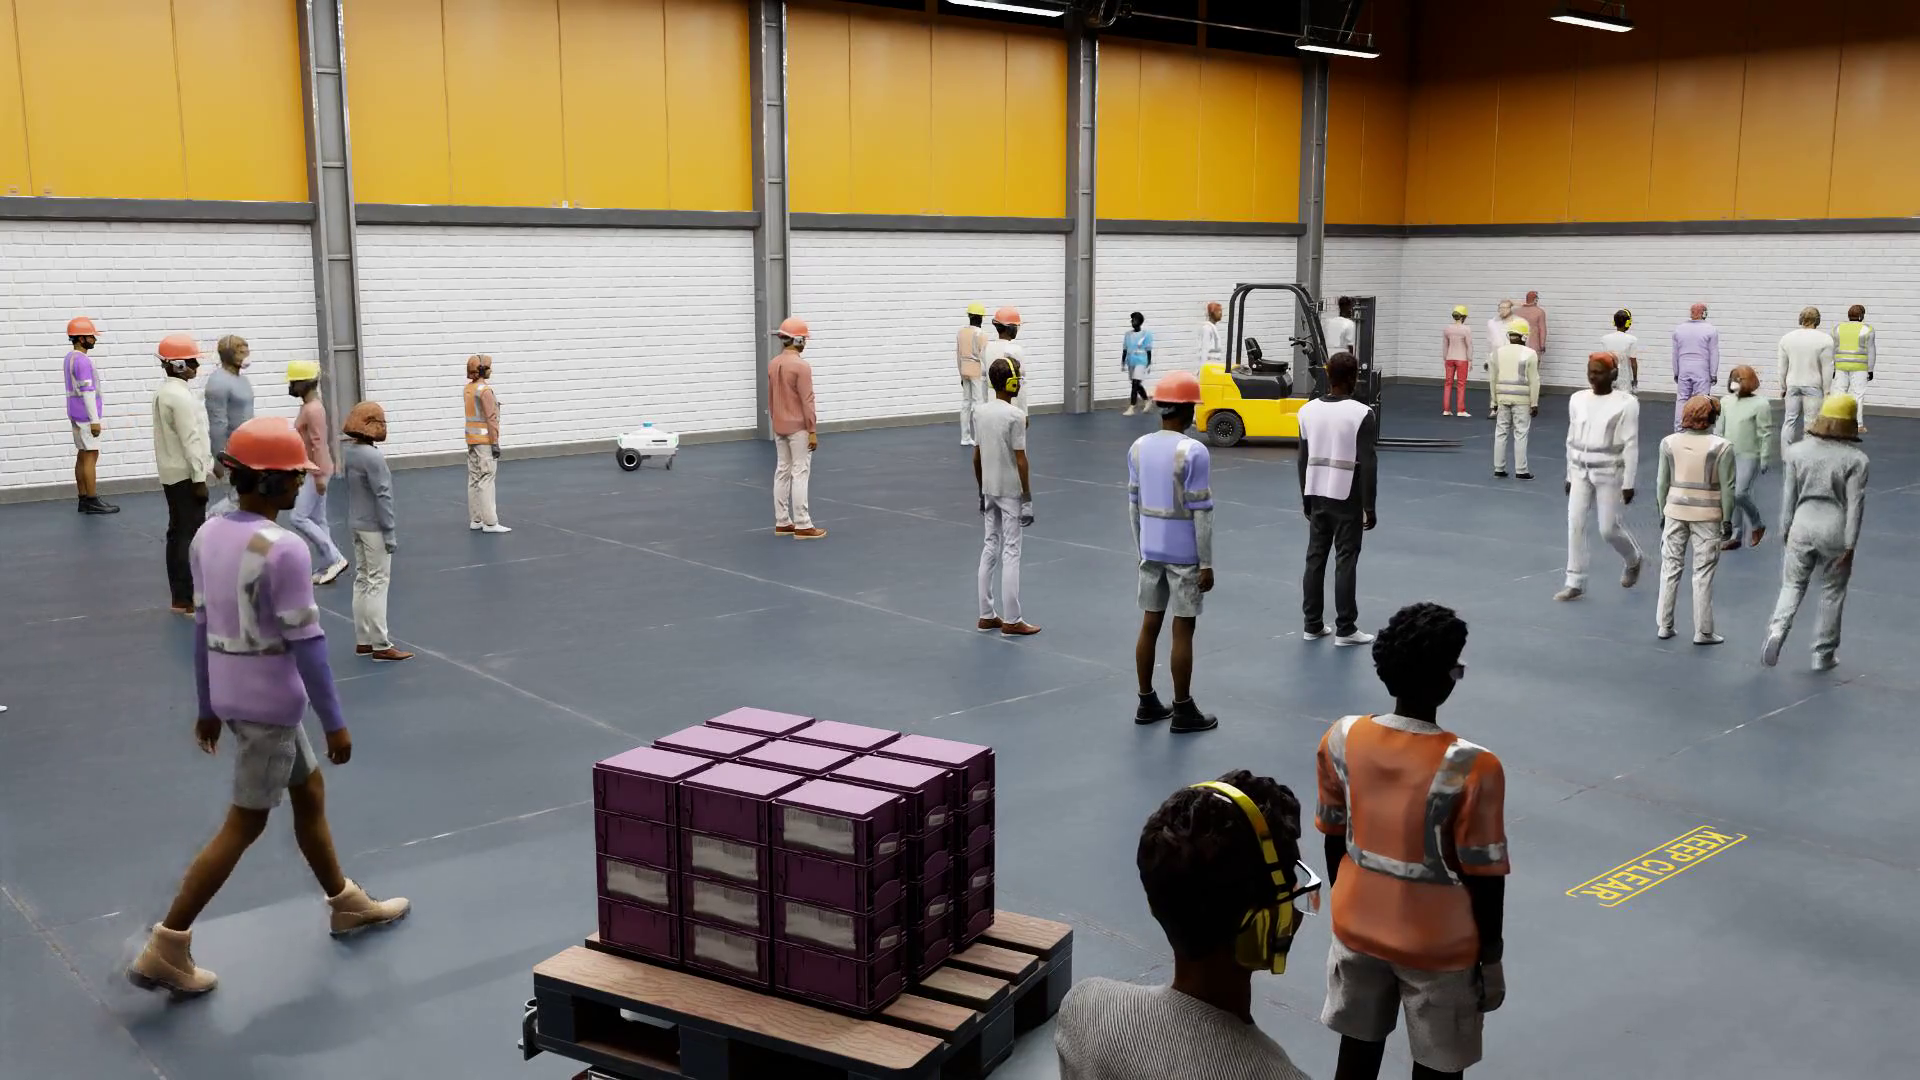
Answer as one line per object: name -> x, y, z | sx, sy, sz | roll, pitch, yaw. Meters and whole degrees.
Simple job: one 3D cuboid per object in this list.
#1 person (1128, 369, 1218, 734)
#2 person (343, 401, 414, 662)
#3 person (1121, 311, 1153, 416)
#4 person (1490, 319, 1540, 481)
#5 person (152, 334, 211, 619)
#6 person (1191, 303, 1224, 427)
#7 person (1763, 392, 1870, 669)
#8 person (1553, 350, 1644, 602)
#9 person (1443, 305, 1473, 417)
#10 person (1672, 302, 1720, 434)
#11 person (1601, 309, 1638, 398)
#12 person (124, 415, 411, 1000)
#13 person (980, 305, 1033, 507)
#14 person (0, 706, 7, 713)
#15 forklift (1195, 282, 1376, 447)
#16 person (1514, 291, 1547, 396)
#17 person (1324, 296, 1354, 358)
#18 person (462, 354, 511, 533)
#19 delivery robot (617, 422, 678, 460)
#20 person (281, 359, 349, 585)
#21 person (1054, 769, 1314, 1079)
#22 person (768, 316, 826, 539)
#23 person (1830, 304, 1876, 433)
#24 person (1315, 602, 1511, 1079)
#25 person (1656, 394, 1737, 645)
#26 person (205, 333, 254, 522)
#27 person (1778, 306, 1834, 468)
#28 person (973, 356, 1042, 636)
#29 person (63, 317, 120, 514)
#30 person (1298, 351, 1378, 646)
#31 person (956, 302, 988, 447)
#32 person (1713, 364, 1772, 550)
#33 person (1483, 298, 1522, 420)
person -> 1.145, 0.061, 8.883 | 0.355, 1.938, 0.544 | -9, 13, -41
person -> -3.682, -0.054, 10.445 | 0.288, 1.634, 0.499 | -9, 13, -41
person -> 2.859, -2.827, 26.593 | 0.538, 1.665, 0.822 | 9, 13, 43
person -> 6.280, -1.580, 18.798 | 0.404, 1.833, 0.589 | -9, 13, -41
person -> -5.436, -0.446, 11.687 | 0.375, 1.995, 0.611 | -9, 13, -41
person -> 3.812, -2.570, 24.548 | 0.935, 1.840, 0.599 | 2, 10, 13
person -> 5.192, -0.035, 10.066 | 0.493, 1.721, 0.623 | 9, 14, 44
person -> 4.768, -0.476, 12.280 | 0.779, 1.864, 0.588 | -7, 12, -34
person -> 7.859, -2.818, 26.244 | 0.313, 1.768, 0.526 | -9, 13, -41
person -> 10.101, -2.305, 22.830 | 0.411, 1.908, 0.643 | -9, 13, -41
person -> 8.311, -1.969, 20.965 | 0.328, 1.872, 0.511 | -9, 13, -41
person -> -2.479, 0.565, 5.815 | 0.629, 1.995, 1.063 | 8, 13, 40
person -> 0.466, -1.314, 16.624 | 0.370, 2.044, 0.608 | -9, 13, -41
person -> -5.556, 0.158, 9.193 | 0.307, 1.639, 0.513 | -9, 13, -41
forklift -> 4.328, -2.346, 22.227 | 2.313, 2.155, 1.214 | 3, 10, 16
person -> 10.328, -3.551, 30.121 | 0.410, 1.908, 0.643 | -9, 13, -41
person -> 5.616, -2.639, 24.724 | 0.459, 1.943, 0.656 | -7, 12, -34
person -> -4.378, -0.880, 15.262 | 0.307, 1.641, 0.513 | -9, 13, -41
delivery robot -> -3.721, -1.167, 19.845 | 0.707, 0.478, 0.477 | -3, 10, -15
person -> -4.981, -0.505, 12.729 | 0.358, 1.755, 0.532 | -4, 10, -22
person -> 0.348, 1.225, 2.279 | 0.328, 1.868, 0.511 | -9, 13, -41
person -> -1.485, -1.003, 14.947 | 0.376, 1.995, 0.611 | -9, 13, -41
person -> 12.818, -2.454, 23.892 | 0.429, 1.844, 0.627 | -9, 13, -41
person -> 1.120, 0.991, 4.137 | 0.318, 1.699, 0.534 | -9, 13, -41
person -> 4.803, -0.132, 10.885 | 0.307, 1.641, 0.513 | -9, 13, -41
person -> -5.878, -0.685, 13.296 | 0.647, 1.926, 0.634 | -1, 10, -5
person -> 10.050, -1.802, 19.790 | 0.372, 1.940, 0.632 | -9, 13, -41
person -> 0.307, -0.290, 11.138 | 0.328, 1.872, 0.511 | -9, 13, -41
person -> -8.591, -1.221, 16.388 | 0.354, 1.939, 0.544 | -9, 13, -41
person -> 2.456, -0.256, 10.868 | 0.391, 1.895, 0.593 | -9, 13, -41
person -> 0.197, -2.195, 22.119 | 0.364, 1.928, 0.587 | -9, 13, -41
person -> 6.689, -0.695, 14.247 | 0.360, 1.623, 0.506 | -4, 10, -20
person -> 8.494, -2.822, 25.908 | 0.650, 1.886, 0.657 | 8, 13, 41
